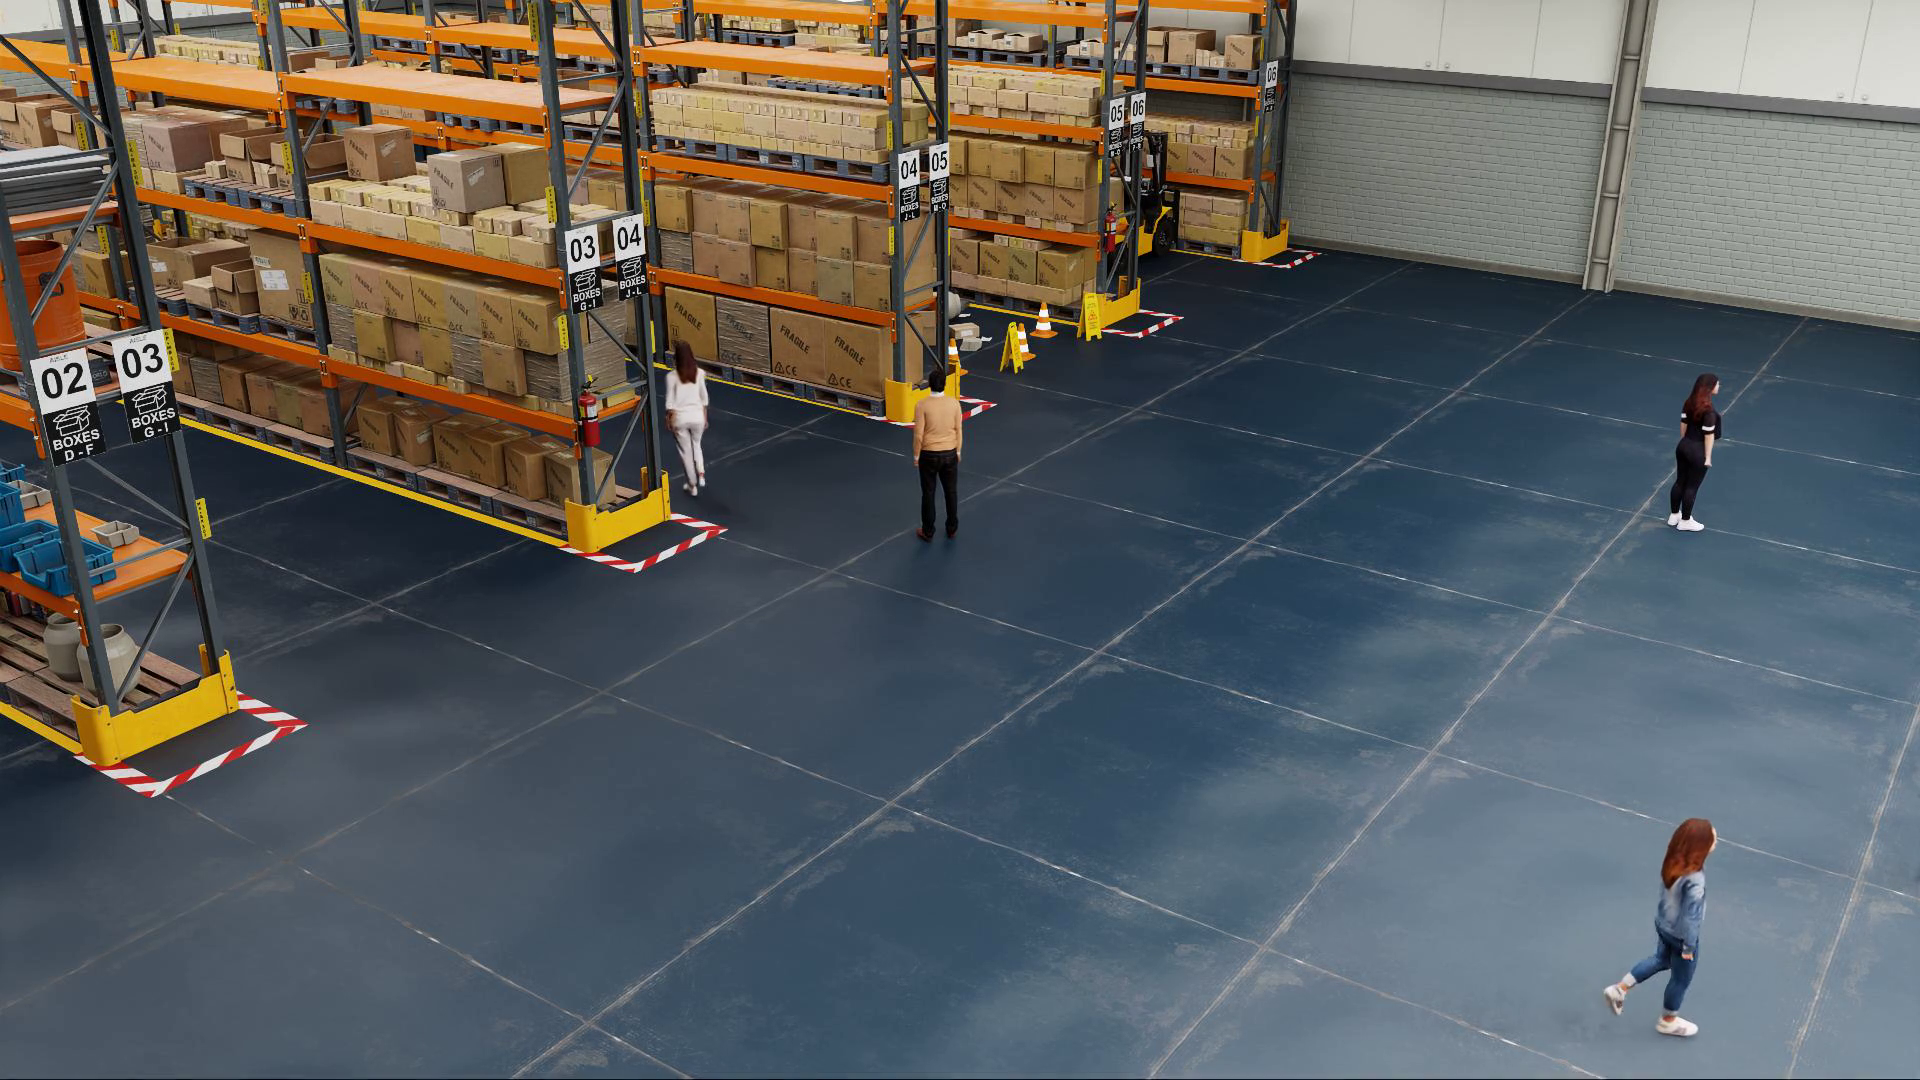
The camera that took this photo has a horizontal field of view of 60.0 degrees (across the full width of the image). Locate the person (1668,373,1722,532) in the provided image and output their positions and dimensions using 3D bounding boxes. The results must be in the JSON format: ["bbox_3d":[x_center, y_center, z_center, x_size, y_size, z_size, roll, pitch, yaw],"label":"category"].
[{"bbox_3d":[7.419,-0.901,16.801,0.773,1.639,0.706,-5,24,-12],"label":"person"}]

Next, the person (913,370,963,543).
[{"bbox_3d":[-0.222,-0.845,16.522,0.755,1.754,0.785,-7,24,-16],"label":"person"}]

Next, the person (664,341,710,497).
[{"bbox_3d":[-2.854,-1.262,17.598,0.685,1.679,0.689,-15,27,-32],"label":"person"}]

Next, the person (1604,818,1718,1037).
[{"bbox_3d":[4.081,2.242,9.630,0.902,1.466,0.813,0,23,-1],"label":"person"}]
